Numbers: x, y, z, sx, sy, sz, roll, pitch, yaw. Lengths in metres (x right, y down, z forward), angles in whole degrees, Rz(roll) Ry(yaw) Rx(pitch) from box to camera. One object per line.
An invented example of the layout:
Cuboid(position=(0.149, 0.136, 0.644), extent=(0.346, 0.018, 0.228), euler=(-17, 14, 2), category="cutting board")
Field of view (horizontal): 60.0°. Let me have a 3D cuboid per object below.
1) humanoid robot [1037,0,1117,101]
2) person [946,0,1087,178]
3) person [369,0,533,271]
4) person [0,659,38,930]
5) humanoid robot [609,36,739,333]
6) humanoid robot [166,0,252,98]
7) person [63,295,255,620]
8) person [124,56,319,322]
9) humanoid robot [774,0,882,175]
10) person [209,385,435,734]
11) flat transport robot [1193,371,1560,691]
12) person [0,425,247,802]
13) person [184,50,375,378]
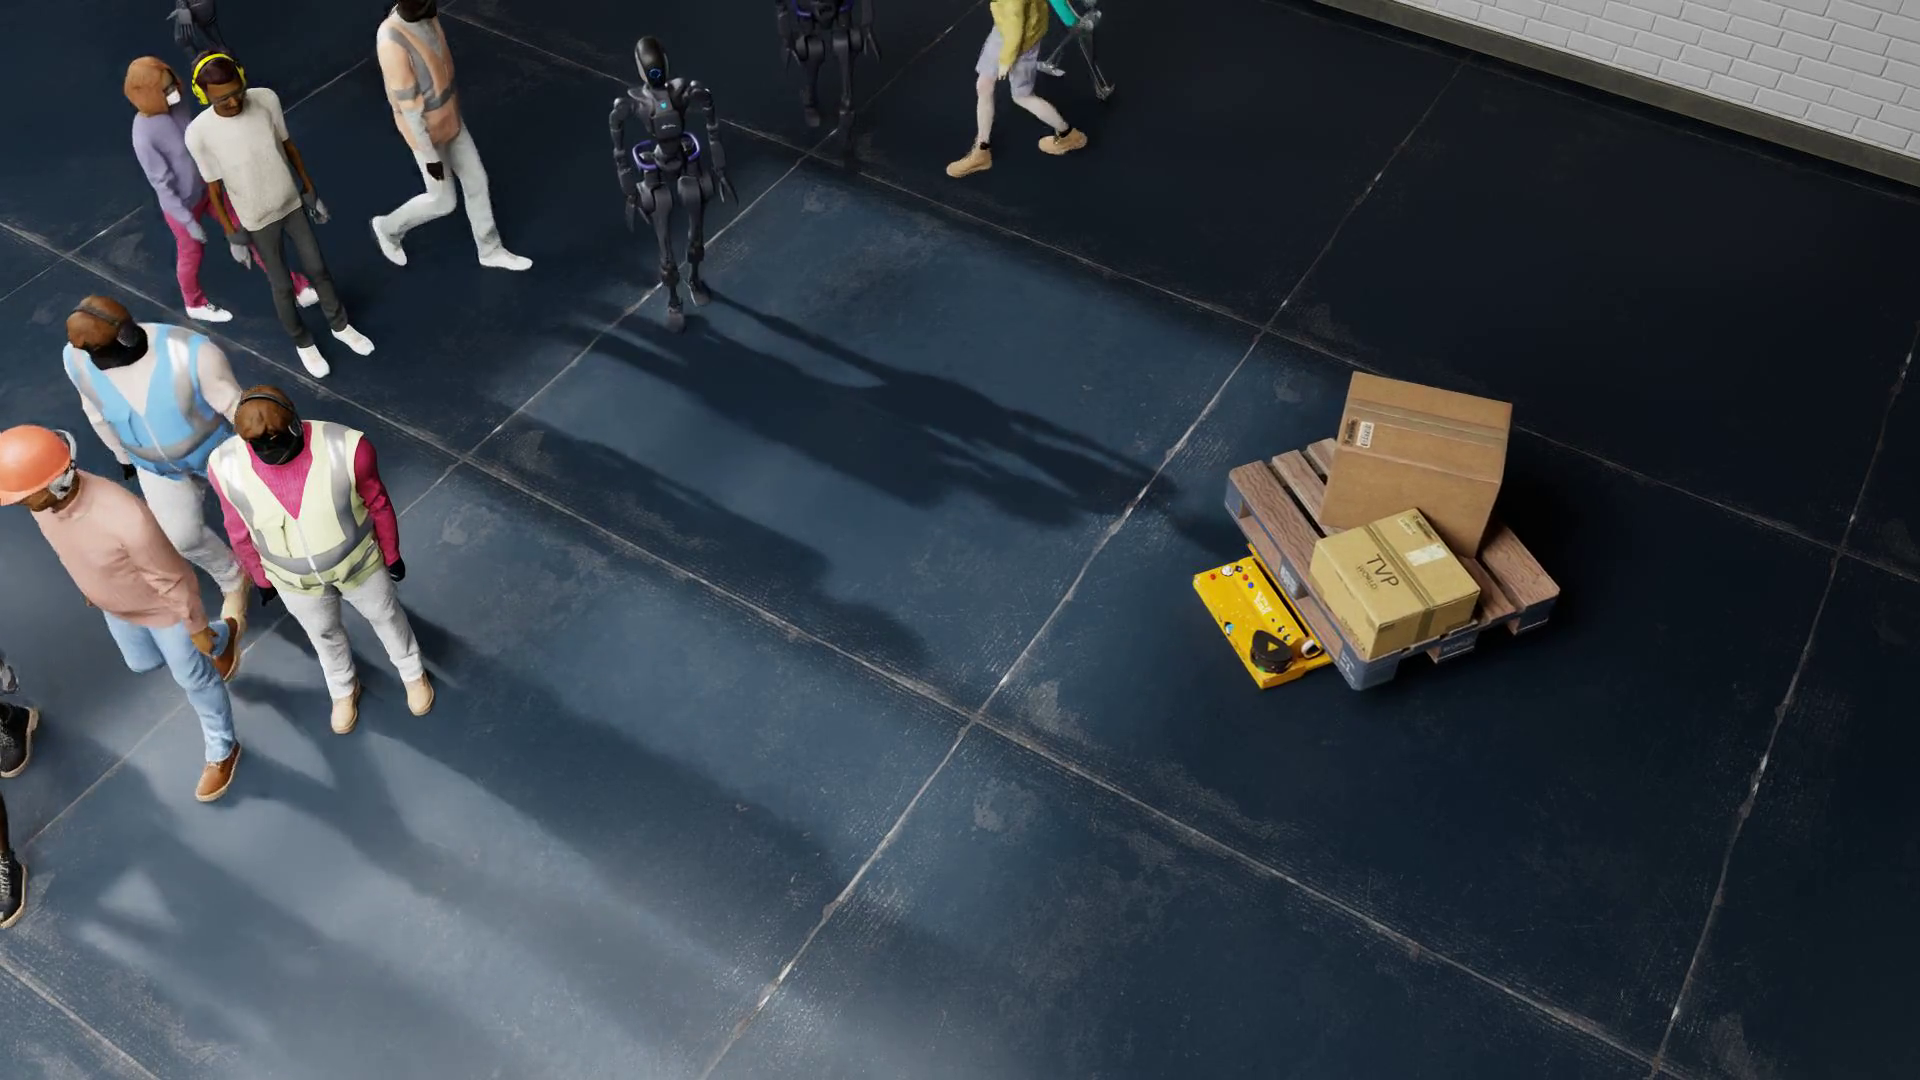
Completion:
Cuboid(position=(0.690, -3.416, 9.882), extent=(0.848, 1.856, 0.546), euler=(26, 54, 21), category="humanoid robot")
Cuboid(position=(0.358, -2.841, 9.257), extent=(0.822, 1.851, 0.479), euler=(-13, 50, -11), category="person")
Cuboid(position=(-2.799, -2.181, 8.643), extent=(0.760, 1.892, 0.604), euler=(6, 49, 6), category="person")
Cuboid(position=(-3.943, 0.535, 6.265), extent=(0.629, 1.904, 1.052), euler=(-8, 49, -7), category="person")
Cuboid(position=(-1.440, -1.826, 8.482), extent=(0.590, 1.647, 0.449), euler=(-17, 51, -14), category="humanoid robot")
Cuboid(position=(-4.529, -3.239, 9.716), extent=(0.450, 1.647, 0.589), euler=(-19, 52, -16), category="humanoid robot")
Cuboid(position=(-3.253, -0.347, 7.103), extent=(0.746, 1.807, 0.611), euler=(-8, 49, -7), category="person")
Cuboid(position=(-3.817, -1.731, 8.455), extent=(0.836, 1.590, 0.518), euler=(9, 49, 7), category="person")
Cuboid(position=(-0.753, -2.919, 9.443), extent=(0.588, 1.640, 0.613), euler=(-10, 50, -8), category="humanoid robot")
Cuboid(position=(-2.545, 0.092, 6.692), extent=(0.626, 1.844, 0.429), euler=(-12, 50, -10), category="person")
Cuboid(position=(1.865, 0.180, 7.658), extent=(1.431, 0.231, 0.659), euler=(-17, 51, -15), category="flat transport robot")
Cuboid(position=(-3.171, 0.168, 6.544), extent=(0.646, 1.972, 0.714), euler=(14, 50, 12), category="person")
Cuboid(position=(-3.352, -1.583, 8.149), extent=(0.353, 1.856, 0.515), euler=(33, 56, 25), category="person")
